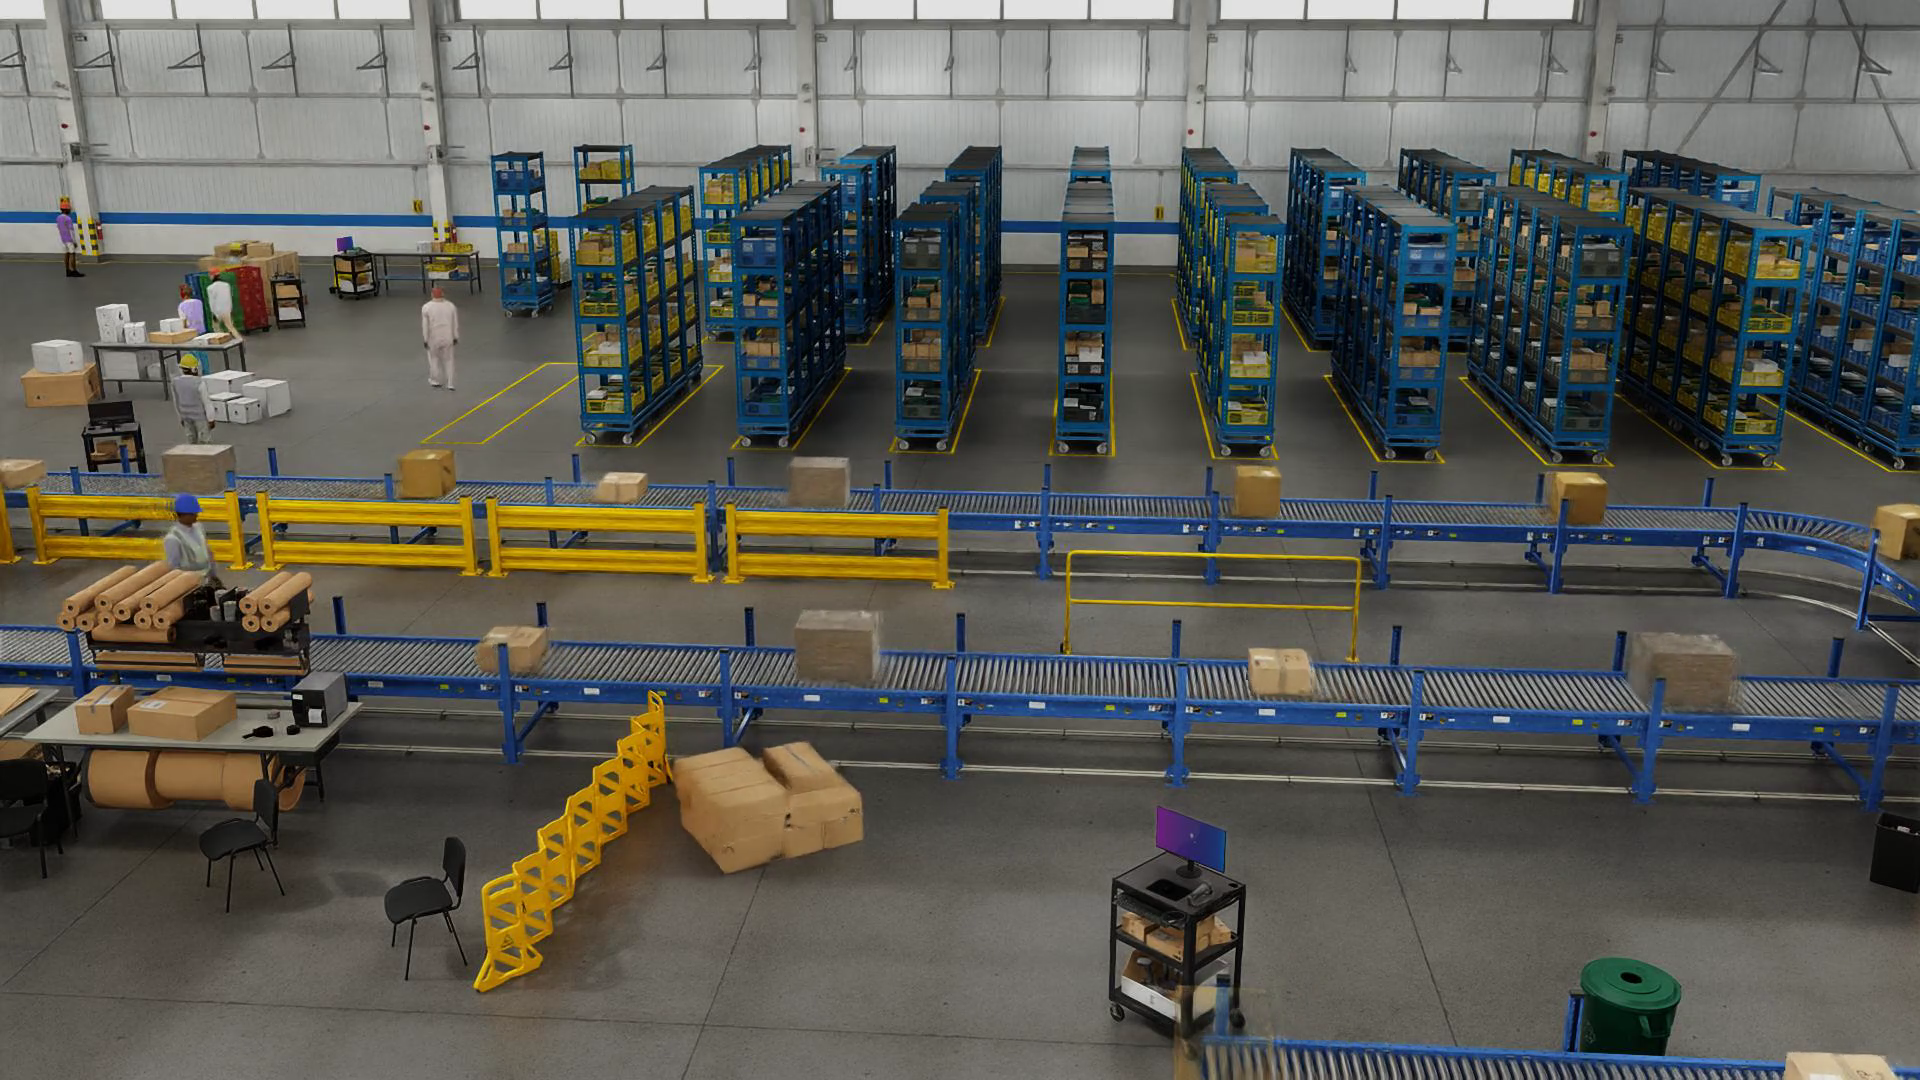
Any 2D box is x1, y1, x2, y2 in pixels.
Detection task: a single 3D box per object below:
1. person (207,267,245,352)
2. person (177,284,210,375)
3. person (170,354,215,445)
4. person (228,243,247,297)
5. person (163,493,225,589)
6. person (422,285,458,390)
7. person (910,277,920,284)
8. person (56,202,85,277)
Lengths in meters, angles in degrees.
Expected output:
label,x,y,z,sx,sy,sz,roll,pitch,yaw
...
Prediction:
label,x,y,z,sx,sy,sz,roll,pitch,yaw
person,-14.775,-4.608,33.359,0.722,1.728,0.569,8,19,23
person,-14.032,-3.753,30.447,0.390,1.847,0.563,5,18,16
person,-11.145,-1.804,24.285,0.586,1.833,0.403,4,18,13
person,-15.917,-5.737,36.940,0.749,1.716,0.494,0,17,1
person,-7.748,0.452,16.979,0.582,1.929,0.609,0,17,1
person,-9.469,-3.694,30.225,0.676,1.867,0.891,-11,21,-32
person,-0.901,-5.710,36.687,0.404,1.828,0.591,-4,18,-14
person,-23.080,-7.779,43.097,0.556,1.933,0.401,9,20,26
